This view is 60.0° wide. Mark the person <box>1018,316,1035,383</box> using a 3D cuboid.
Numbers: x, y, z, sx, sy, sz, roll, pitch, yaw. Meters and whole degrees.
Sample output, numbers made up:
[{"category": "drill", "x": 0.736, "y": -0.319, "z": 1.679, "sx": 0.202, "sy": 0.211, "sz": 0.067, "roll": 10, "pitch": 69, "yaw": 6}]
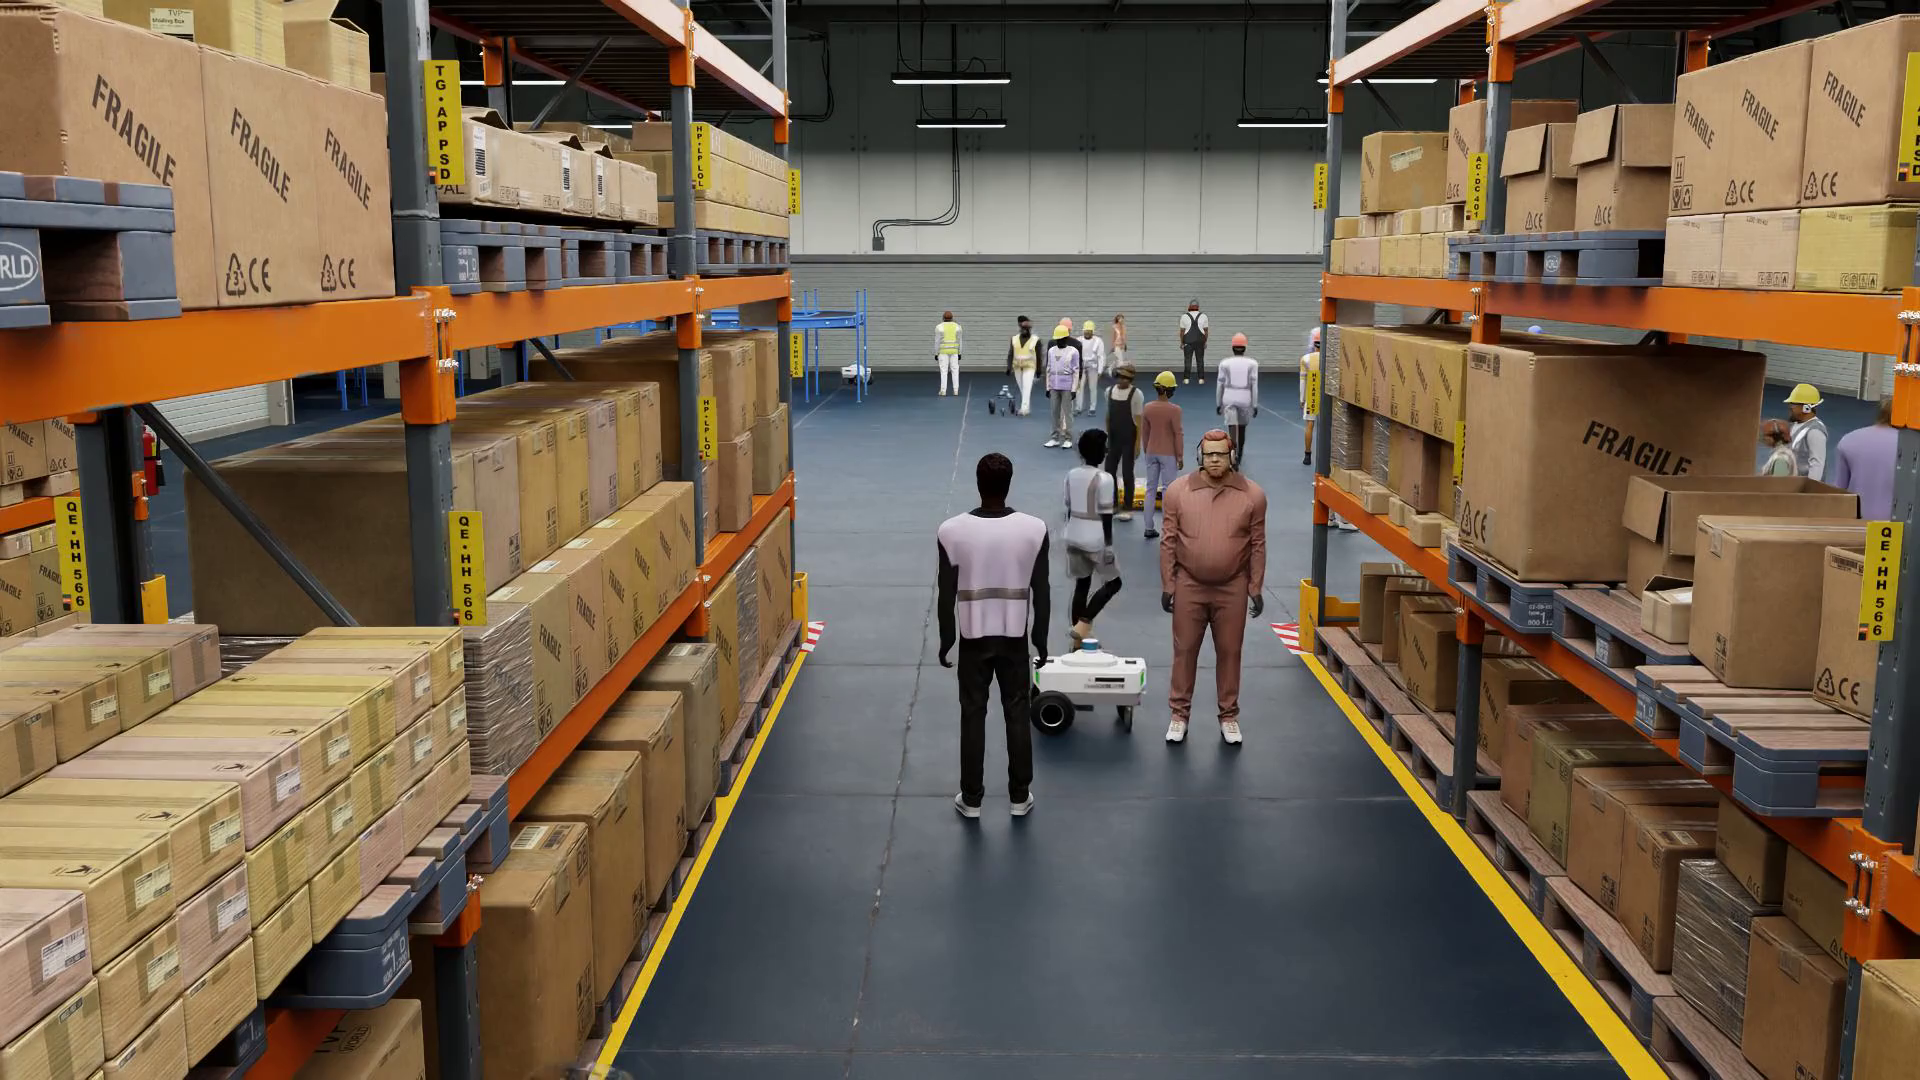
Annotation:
[{"category": "person", "x": 1.514, "y": -4.360, "z": 38.543, "sx": 0.361, "sy": 1.681, "sz": 0.539, "roll": 2, "pitch": 10, "yaw": 10}]

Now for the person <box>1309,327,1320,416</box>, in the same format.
[{"category": "person", "x": 7.039, "y": -3.391, "z": 31.755, "sx": 0.642, "sy": 2.000, "sz": 0.967, "roll": 7, "pitch": 12, "yaw": 35}]

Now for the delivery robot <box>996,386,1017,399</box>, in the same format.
[{"category": "delivery robot", "x": 0.870, "y": -2.844, "z": 31.892, "sx": 0.335, "sy": 0.223, "sz": 0.698, "roll": -2, "pitch": 10, "yaw": -14}]

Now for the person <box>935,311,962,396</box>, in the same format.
[{"category": "person", "x": -0.265, "y": -4.095, "z": 36.472, "sx": 0.625, "sy": 1.843, "sz": 0.430, "roll": -3, "pitch": 10, "yaw": -16}]

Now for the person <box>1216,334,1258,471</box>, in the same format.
[{"category": "person", "x": 3.901, "y": -1.952, "z": 23.479, "sx": 0.569, "sy": 1.888, "sz": 0.957, "roll": 1, "pitch": 10, "yaw": 4}]

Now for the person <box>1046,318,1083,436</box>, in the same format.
[{"category": "person", "x": 1.751, "y": -2.724, "z": 27.879, "sx": 0.622, "sy": 1.976, "sz": 0.457, "roll": 1, "pitch": 10, "yaw": 5}]

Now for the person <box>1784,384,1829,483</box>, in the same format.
[{"category": "person", "x": 7.461, "y": -0.471, "z": 14.786, "sx": 0.404, "sy": 1.834, "sz": 0.592, "roll": 2, "pitch": 10, "yaw": 11}]

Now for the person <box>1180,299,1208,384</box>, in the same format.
[{"category": "person", "x": 5.624, "y": -4.769, "z": 40.040, "sx": 0.674, "sy": 2.000, "sz": 0.535, "roll": 1, "pitch": 10, "yaw": 5}]

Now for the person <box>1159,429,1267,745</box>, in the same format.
[{"category": "person", "x": 1.519, "y": 0.285, "z": 10.039, "sx": 0.637, "sy": 1.911, "sz": 0.403, "roll": 1, "pitch": 10, "yaw": 7}]

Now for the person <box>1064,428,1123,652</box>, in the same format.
[{"category": "person", "x": 0.975, "y": 0.011, "z": 12.312, "sx": 0.364, "sy": 1.684, "sz": 0.545, "roll": -6, "pitch": 11, "yaw": -32}]

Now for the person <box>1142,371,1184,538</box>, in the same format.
[{"category": "person", "x": 2.140, "y": -0.888, "z": 17.489, "sx": 0.315, "sy": 1.769, "sz": 0.525, "roll": -9, "pitch": 13, "yaw": -44}]

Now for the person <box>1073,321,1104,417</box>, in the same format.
[{"category": "person", "x": 2.387, "y": -3.210, "z": 31.313, "sx": 0.607, "sy": 1.794, "sz": 0.831, "roll": 3, "pitch": 10, "yaw": 20}]

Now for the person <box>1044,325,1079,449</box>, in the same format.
[{"category": "person", "x": 1.591, "y": -2.405, "z": 26.107, "sx": 0.585, "sy": 1.922, "sz": 0.372, "roll": 7, "pitch": 12, "yaw": 36}]

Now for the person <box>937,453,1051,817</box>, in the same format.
[{"category": "person", "x": 0.178, "y": 0.502, "z": 8.704, "sx": 0.594, "sy": 1.919, "sz": 0.387, "roll": -1, "pitch": 9, "yaw": -4}]

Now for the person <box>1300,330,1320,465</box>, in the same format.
[{"category": "person", "x": 5.172, "y": -2.059, "z": 23.986, "sx": 0.550, "sy": 1.937, "sz": 0.357, "roll": 3, "pitch": 10, "yaw": 16}]

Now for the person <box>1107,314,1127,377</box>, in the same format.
[{"category": "person", "x": 3.920, "y": -4.821, "z": 41.472, "sx": 0.525, "sy": 1.617, "sz": 0.633, "roll": -9, "pitch": 13, "yaw": -44}]

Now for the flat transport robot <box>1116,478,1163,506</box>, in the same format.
[{"category": "flat transport robot", "x": 2.092, "y": -0.603, "z": 20.374, "sx": 0.652, "sy": 0.197, "sz": 1.431, "roll": -1, "pitch": 9, "yaw": -4}]

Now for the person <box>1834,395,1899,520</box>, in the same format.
[{"category": "person", "x": 6.950, "y": -0.158, "z": 12.675, "sx": 0.555, "sy": 1.914, "sz": 0.650, "roll": -9, "pitch": 13, "yaw": -43}]

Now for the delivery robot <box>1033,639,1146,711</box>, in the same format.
[{"category": "delivery robot", "x": 0.816, "y": 0.865, "z": 10.453, "sx": 0.707, "sy": 0.478, "sz": 0.477, "roll": 1, "pitch": 10, "yaw": 3}]

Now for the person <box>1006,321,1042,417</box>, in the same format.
[{"category": "person", "x": 1.221, "y": -3.247, "z": 31.566, "sx": 0.627, "sy": 1.795, "sz": 0.978, "roll": 4, "pitch": 10, "yaw": 25}]

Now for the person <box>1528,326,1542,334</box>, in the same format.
[{"category": "person", "x": 8.658, "y": -2.269, "z": 25.214, "sx": 0.608, "sy": 1.946, "sz": 0.406, "roll": 5, "pitch": 11, "yaw": 30}]

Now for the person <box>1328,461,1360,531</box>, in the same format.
[{"category": "person", "x": 4.166, "y": -0.928, "z": 18.104, "sx": 0.308, "sy": 1.641, "sz": 0.515, "roll": -4, "pitch": 10, "yaw": -24}]

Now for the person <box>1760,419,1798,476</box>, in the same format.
[{"category": "person", "x": 6.877, "y": -0.215, "z": 13.947, "sx": 0.424, "sy": 1.613, "sz": 0.647, "roll": 5, "pitch": 11, "yaw": 28}]

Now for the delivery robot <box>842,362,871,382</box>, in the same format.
[{"category": "delivery robot", "x": -2.468, "y": -4.006, "z": 39.616, "sx": 0.707, "sy": 0.478, "sz": 0.477, "roll": 7, "pitch": 11, "yaw": 36}]

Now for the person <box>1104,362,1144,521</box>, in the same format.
[{"category": "person", "x": 1.842, "y": -1.107, "z": 18.675, "sx": 0.533, "sy": 1.804, "sz": 0.488, "roll": 6, "pitch": 11, "yaw": 34}]
